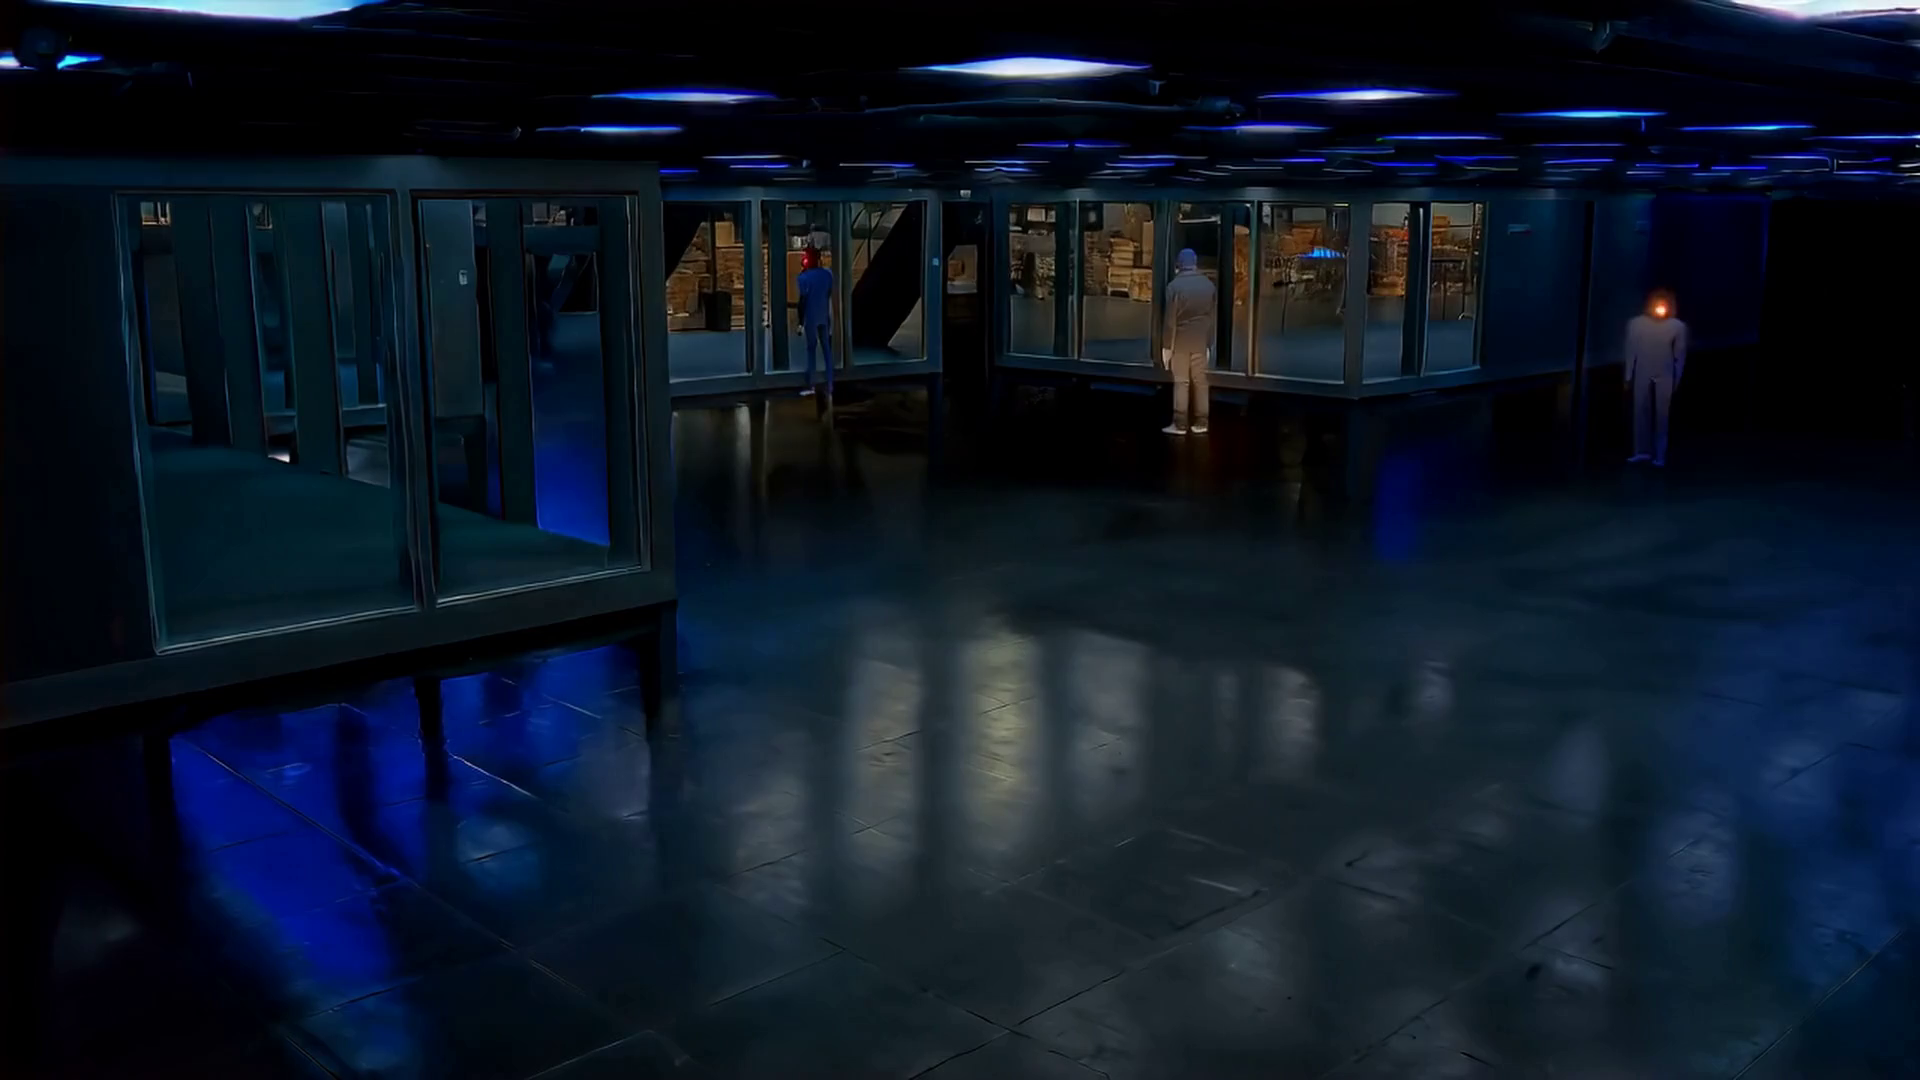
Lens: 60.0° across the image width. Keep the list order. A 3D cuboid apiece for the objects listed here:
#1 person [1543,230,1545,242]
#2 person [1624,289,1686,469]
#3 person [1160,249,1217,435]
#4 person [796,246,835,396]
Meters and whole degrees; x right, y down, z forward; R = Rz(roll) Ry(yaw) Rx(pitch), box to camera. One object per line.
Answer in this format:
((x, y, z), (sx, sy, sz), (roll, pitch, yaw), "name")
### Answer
((28.223, -14.526, 79.779), (0.645, 1.894, 0.573), (7, 13, 30), "person")
((6.276, -1.459, 15.050), (0.510, 1.601, 0.571), (8, 14, 36), "person")
((2.335, -2.041, 17.193), (0.652, 1.904, 0.402), (-7, 13, -32), "person")
((-1.799, -2.713, 20.672), (0.521, 1.865, 0.327), (-7, 13, -30), "person")
